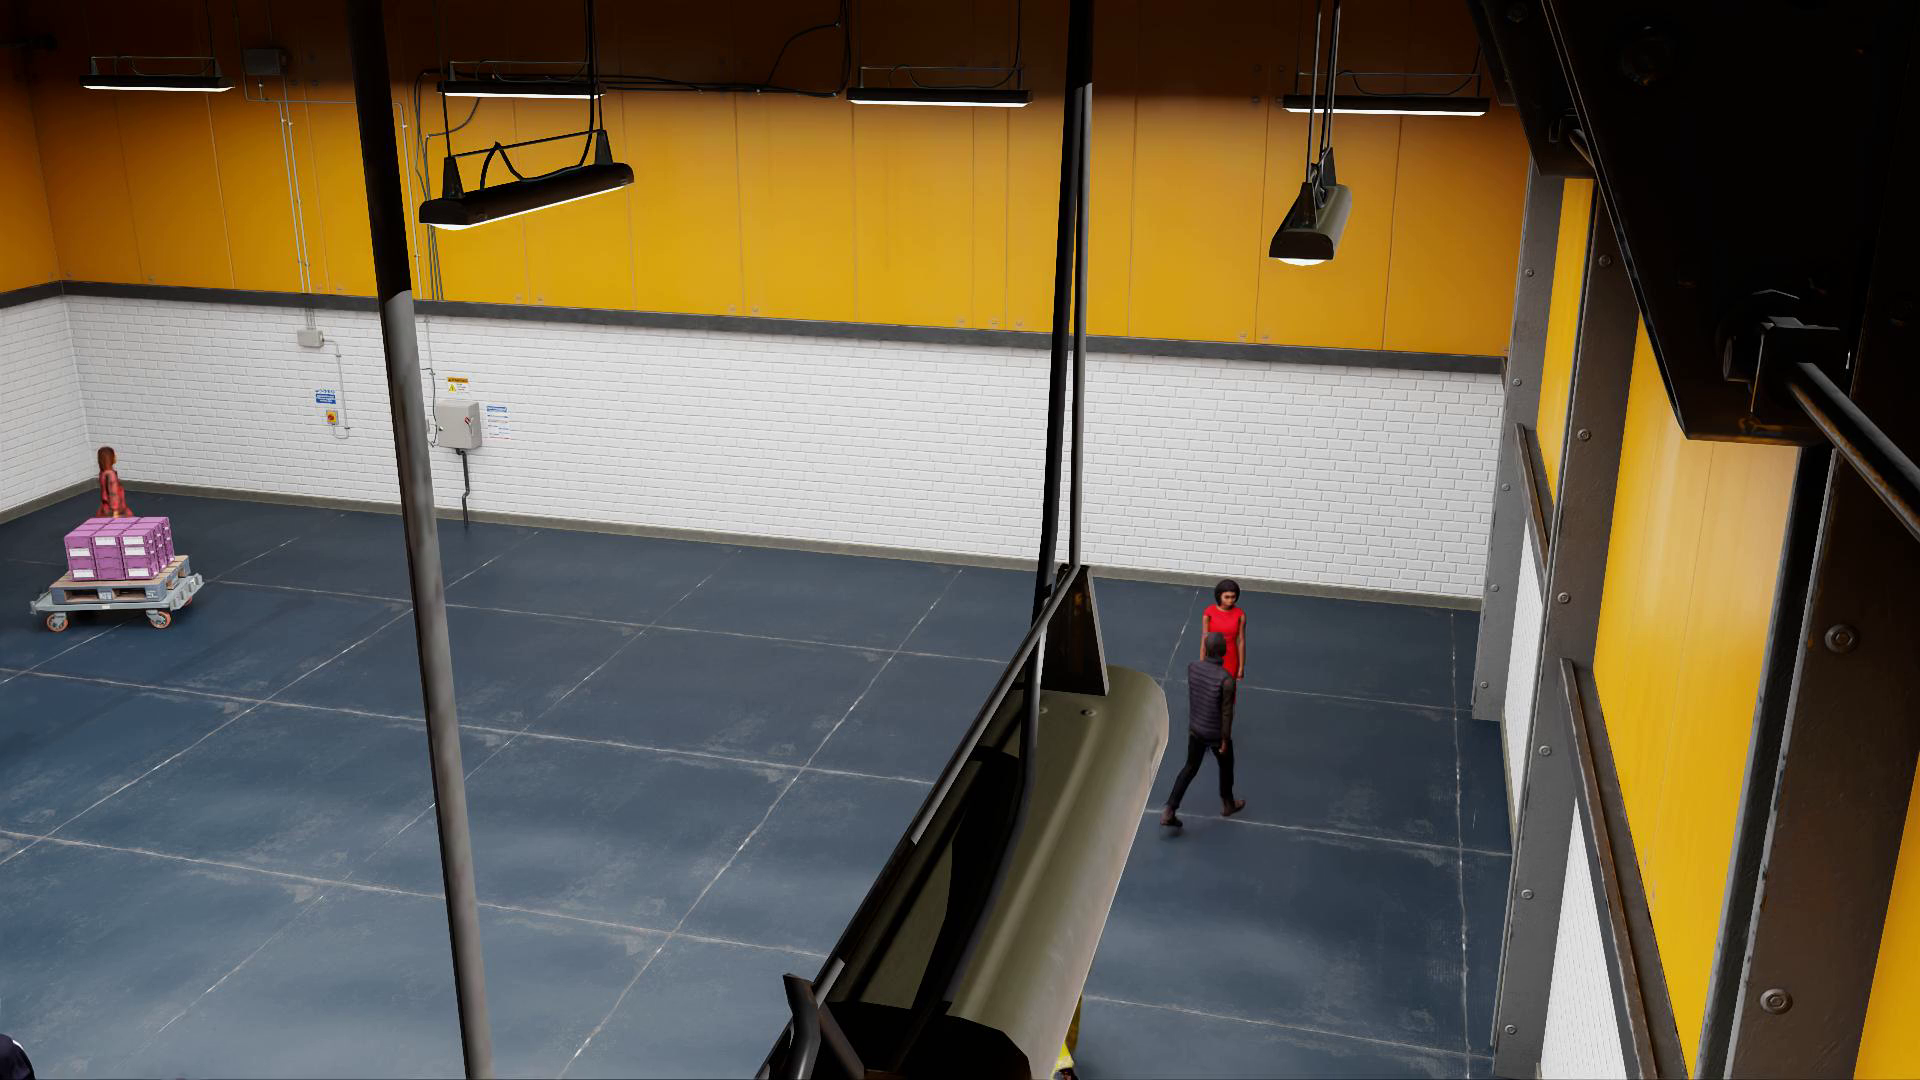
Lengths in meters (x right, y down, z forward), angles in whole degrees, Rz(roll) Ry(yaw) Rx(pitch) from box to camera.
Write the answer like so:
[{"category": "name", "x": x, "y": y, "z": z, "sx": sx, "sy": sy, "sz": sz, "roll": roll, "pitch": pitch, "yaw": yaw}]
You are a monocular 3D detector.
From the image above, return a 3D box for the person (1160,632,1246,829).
[{"category": "person", "x": 2.079, "y": 1.691, "z": 14.398, "sx": 1.311, "sy": 1.793, "sz": 1.153, "roll": -15, "pitch": 24, "yaw": -37}]

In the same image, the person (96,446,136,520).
[{"category": "person", "x": -10.515, "y": -0.295, "z": 20.509, "sx": 1.158, "sy": 1.658, "sz": 0.993, "roll": -16, "pitch": 24, "yaw": -39}]

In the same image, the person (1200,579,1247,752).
[{"category": "person", "x": 2.497, "y": 1.195, "z": 15.957, "sx": 0.621, "sy": 1.738, "sz": 0.571, "roll": 1, "pitch": 19, "yaw": 3}]
